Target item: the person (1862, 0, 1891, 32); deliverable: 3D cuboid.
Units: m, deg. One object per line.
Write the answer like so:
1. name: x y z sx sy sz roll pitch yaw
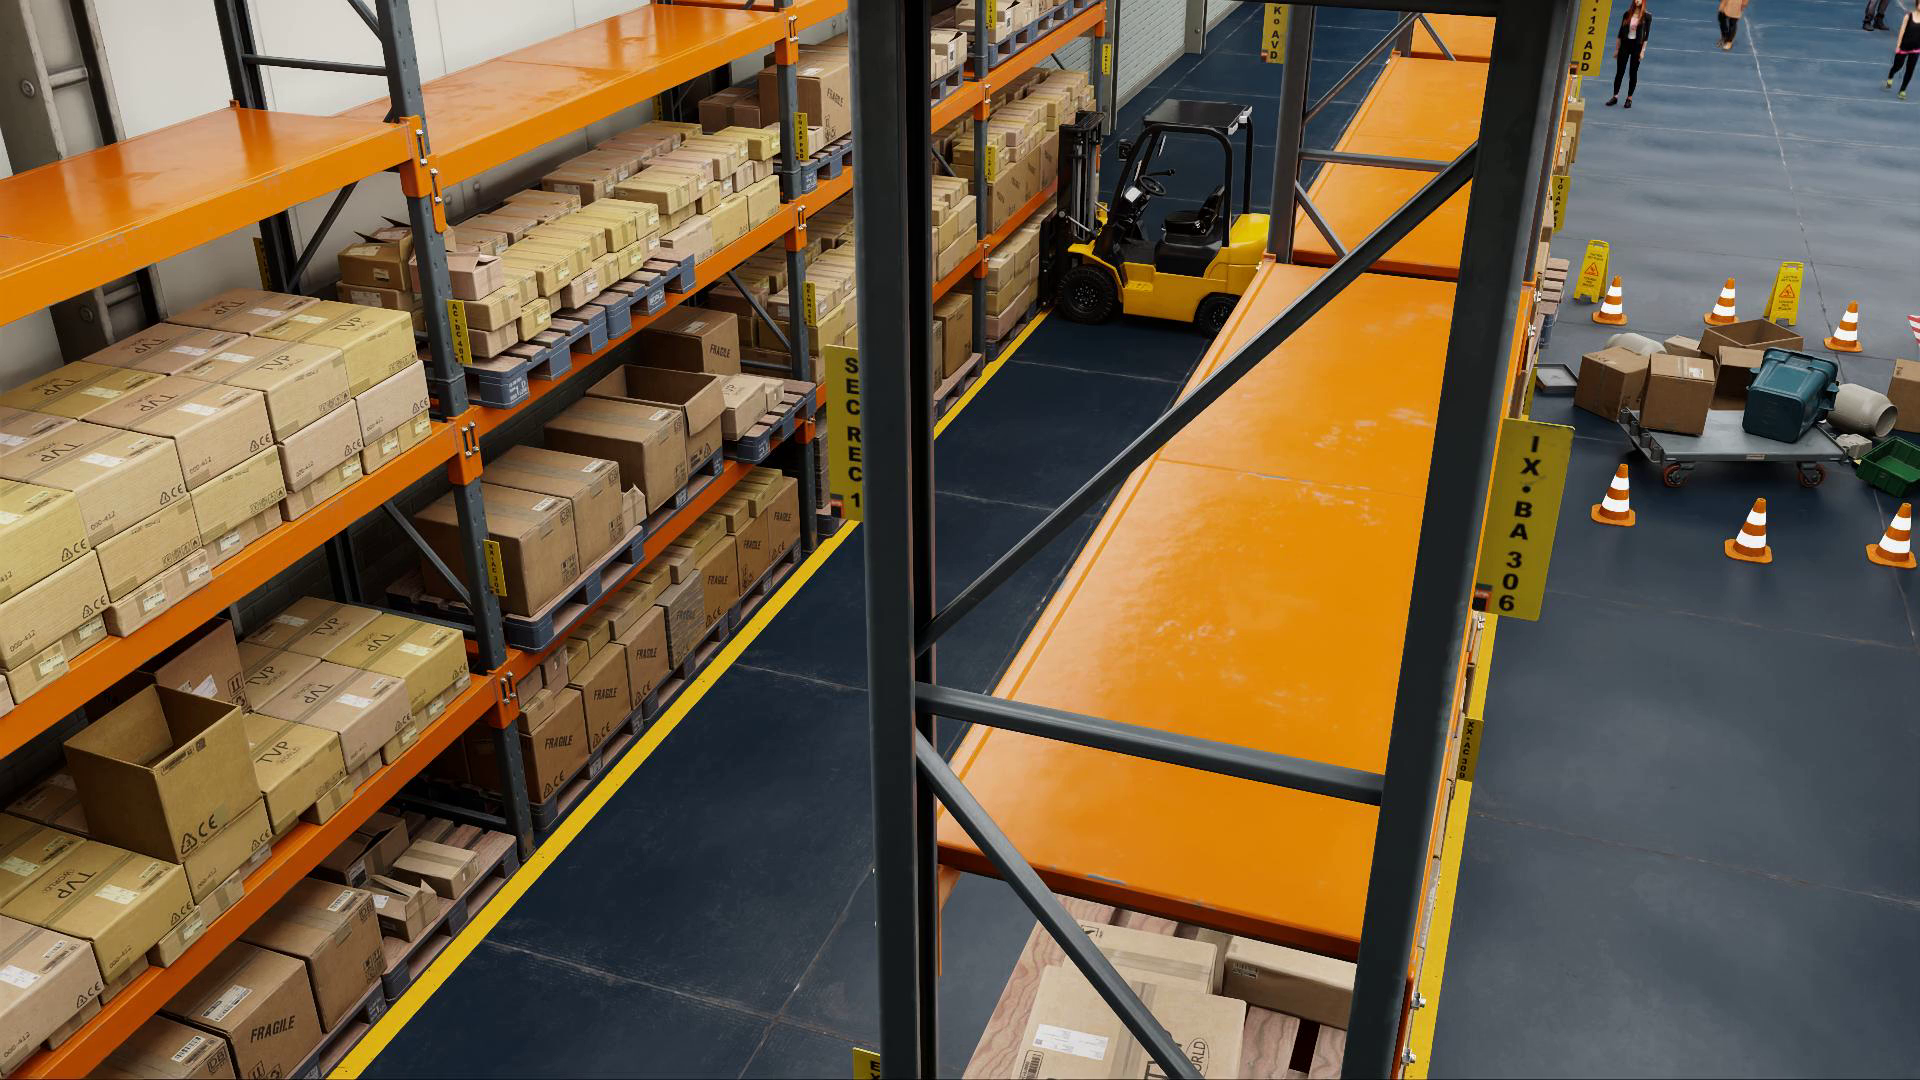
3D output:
1. person: 17.126 -10.395 30.745 0.786 1.826 0.795 -7 29 -12

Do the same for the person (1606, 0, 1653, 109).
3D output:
1. person: 10.288 -7.526 25.478 0.650 1.713 0.605 18 33 30

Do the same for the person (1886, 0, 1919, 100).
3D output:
1. person: 14.859 -7.739 26.060 0.612 1.541 0.837 6 29 10

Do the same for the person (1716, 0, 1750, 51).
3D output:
1. person: 13.625 -9.490 29.164 0.830 1.713 0.799 -22 35 -36
